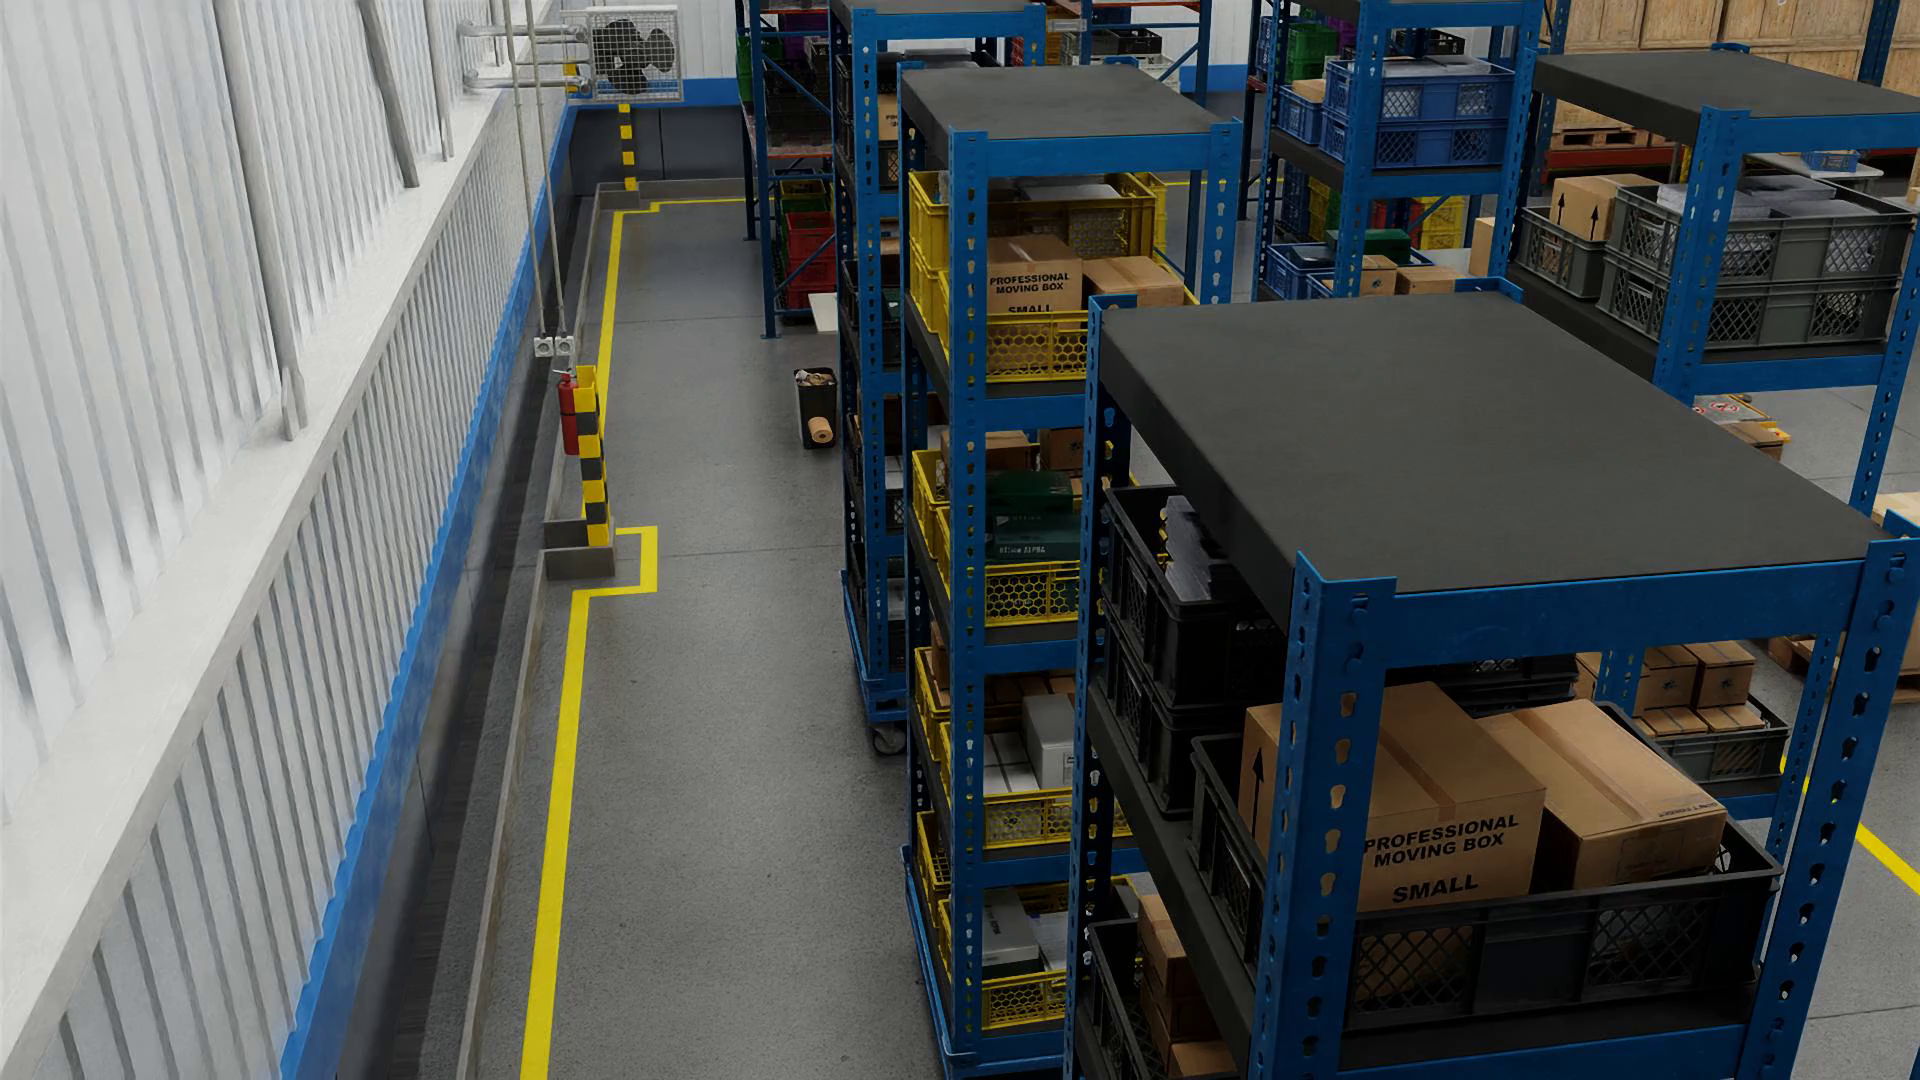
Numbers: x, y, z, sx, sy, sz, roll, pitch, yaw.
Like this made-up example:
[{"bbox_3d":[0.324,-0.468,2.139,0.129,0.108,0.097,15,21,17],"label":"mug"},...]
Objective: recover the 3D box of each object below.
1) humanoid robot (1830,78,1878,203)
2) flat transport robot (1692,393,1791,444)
[{"bbox_3d":[9.103,-3.874,17.015,0.328,1.657,0.601,16,29,31],"label":"humanoid robot"},{"bbox_3d":[5.224,-0.859,12.132,1.431,0.197,0.652,-4,25,-8],"label":"flat transport robot"}]
